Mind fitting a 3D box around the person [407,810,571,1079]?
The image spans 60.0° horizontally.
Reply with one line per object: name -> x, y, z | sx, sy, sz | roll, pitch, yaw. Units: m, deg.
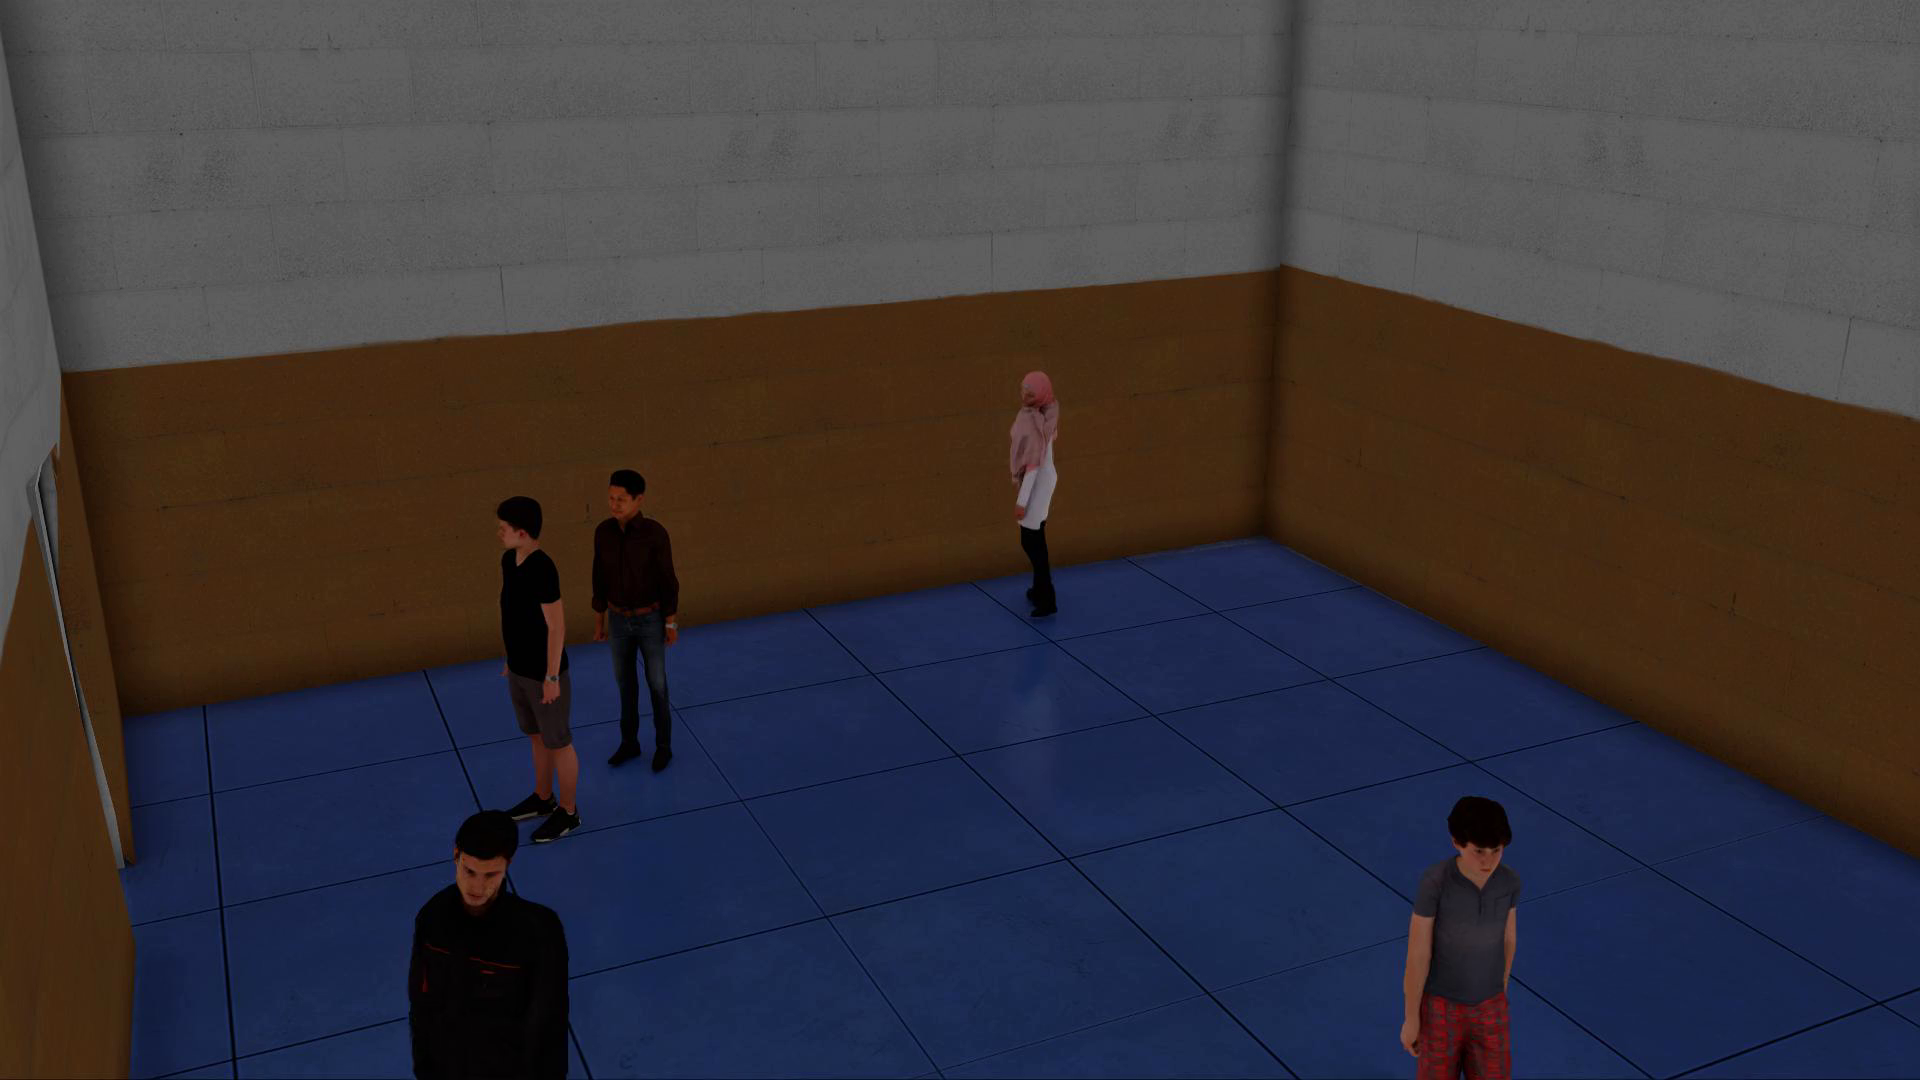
person -> -1.535, 1.726, 5.391 | 0.913, 1.924, 0.935 | 12, 22, 32

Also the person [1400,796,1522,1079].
person -> 1.780, 1.647, 6.053 | 0.673, 1.638, 0.755 | -1, 19, -3

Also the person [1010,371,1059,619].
person -> 0.563, -0.362, 11.810 | 0.868, 1.779, 0.840 | 10, 21, 27

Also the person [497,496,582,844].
person -> -2.196, 0.647, 8.690 | 0.681, 1.861, 0.733 | -15, 24, -38

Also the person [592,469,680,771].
person -> -1.826, 0.446, 9.417 | 0.678, 1.778, 0.773 | 4, 19, 13
